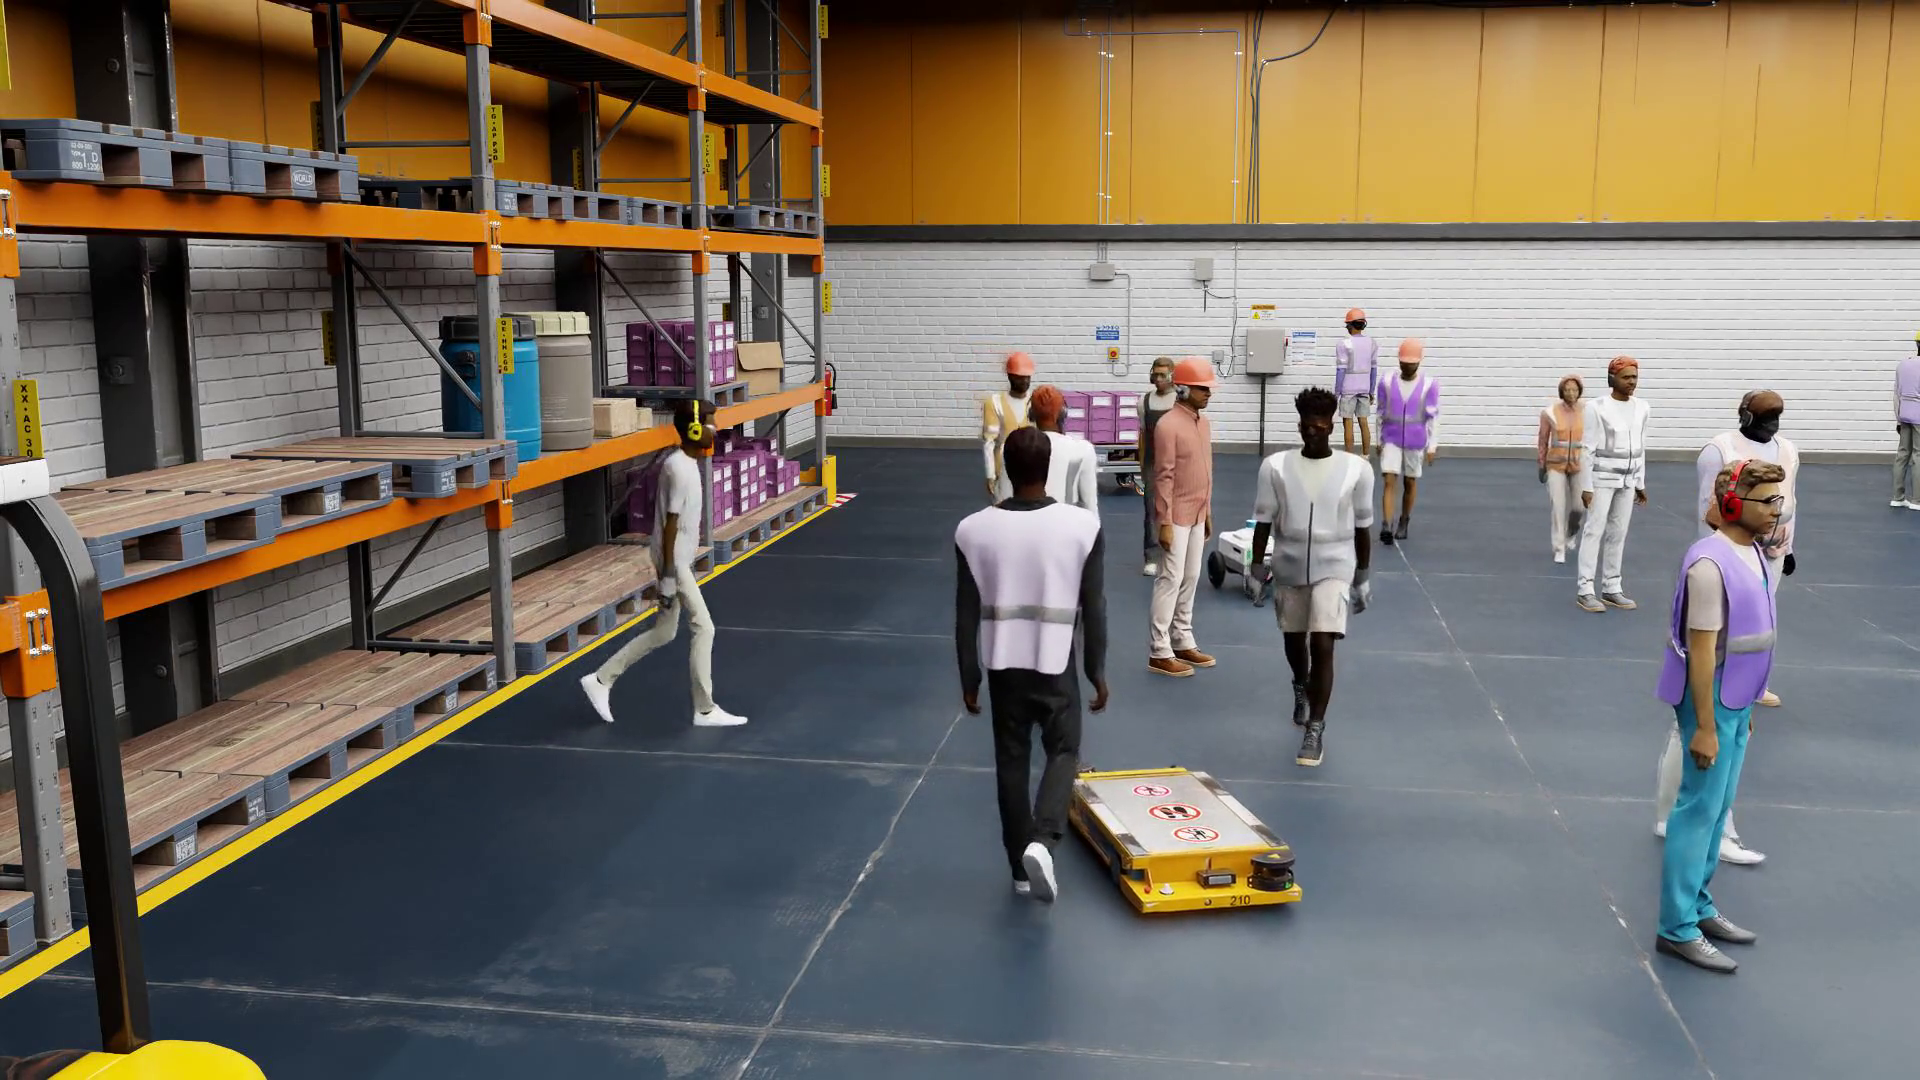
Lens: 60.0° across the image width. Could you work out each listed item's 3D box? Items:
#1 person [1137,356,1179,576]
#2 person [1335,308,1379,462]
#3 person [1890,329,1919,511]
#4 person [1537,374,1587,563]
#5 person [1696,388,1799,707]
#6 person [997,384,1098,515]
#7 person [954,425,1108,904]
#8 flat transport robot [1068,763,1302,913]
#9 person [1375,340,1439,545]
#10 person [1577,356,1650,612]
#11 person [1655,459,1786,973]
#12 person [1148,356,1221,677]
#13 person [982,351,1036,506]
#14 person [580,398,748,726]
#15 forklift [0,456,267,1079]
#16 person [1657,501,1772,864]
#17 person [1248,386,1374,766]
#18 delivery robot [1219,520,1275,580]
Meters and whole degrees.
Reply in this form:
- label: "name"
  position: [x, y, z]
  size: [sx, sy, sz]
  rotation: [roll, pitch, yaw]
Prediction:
- label: "person"
  position: [1.741, -0.641, 13.943]
  size: [0.532, 1.816, 0.923]
  rotation: [4, 10, 22]
- label: "person"
  position: [4.923, -1.879, 20.827]
  size: [0.613, 2.041, 0.393]
  rotation: [-4, 10, -23]
- label: "person"
  position: [10.044, -1.269, 17.423]
  size: [0.369, 1.927, 0.584]
  rotation: [-2, 9, -13]
- label: "person"
  position: [5.254, -0.628, 14.377]
  size: [0.530, 1.624, 0.507]
  rotation: [3, 10, 17]
- label: "person"
  position: [4.529, 0.052, 9.546]
  size: [0.622, 1.843, 0.429]
  rotation: [-2, 9, -14]
- label: "person"
  position: [0.497, 0.034, 9.577]
  size: [0.589, 1.866, 0.688]
  rotation: [1, 9, 6]
- label: "person"
  position: [0.277, 0.504, 6.554]
  size: [0.613, 1.906, 0.597]
  rotation: [2, 9, 10]
- label: "flat transport robot"
  position: [0.882, 1.229, 7.110]
  size: [0.652, 0.197, 1.431]
  rotation: [-2, 9, -11]
- label: "person"
  position: [4.059, -0.877, 15.163]
  size: [0.565, 1.868, 1.069]
  rotation: [3, 10, 17]
- label: "person"
  position: [4.826, -0.411, 12.274]
  size: [0.574, 1.881, 0.357]
  rotation: [-3, 10, -20]
- label: "person"
  position: [2.751, 0.613, 6.065]
  size: [0.373, 1.843, 0.572]
  rotation: [7, 12, 37]
- label: "person"
  position: [1.409, -0.151, 10.357]
  size: [0.407, 1.985, 0.619]
  rotation: [6, 11, 33]
- label: "person"
  position: [0.437, -0.541, 13.107]
  size: [0.557, 1.883, 1.018]
  rotation: [-2, 9, -13]
- label: "person"
  position: [-1.649, 0.136, 9.105]
  size: [0.849, 1.831, 0.529]
  rotation: [-1, 9, -9]
- label: "forklift"
  position: [-2.328, 0.975, 2.765]
  size: [2.313, 2.155, 1.214]
  rotation: [1, 9, 9]
- label: "person"
  position: [3.258, 0.554, 7.148]
  size: [0.405, 1.610, 0.564]
  rotation: [3, 10, 16]
- label: "person"
  position: [1.856, 0.137, 8.768]
  size: [0.613, 1.932, 0.964]
  rotation: [3, 10, 19]
- label: "delivery robot"
  position: [2.282, 0.085, 13.004]
  size: [0.477, 0.478, 0.707]
  rotation: [-2, 9, -10]
